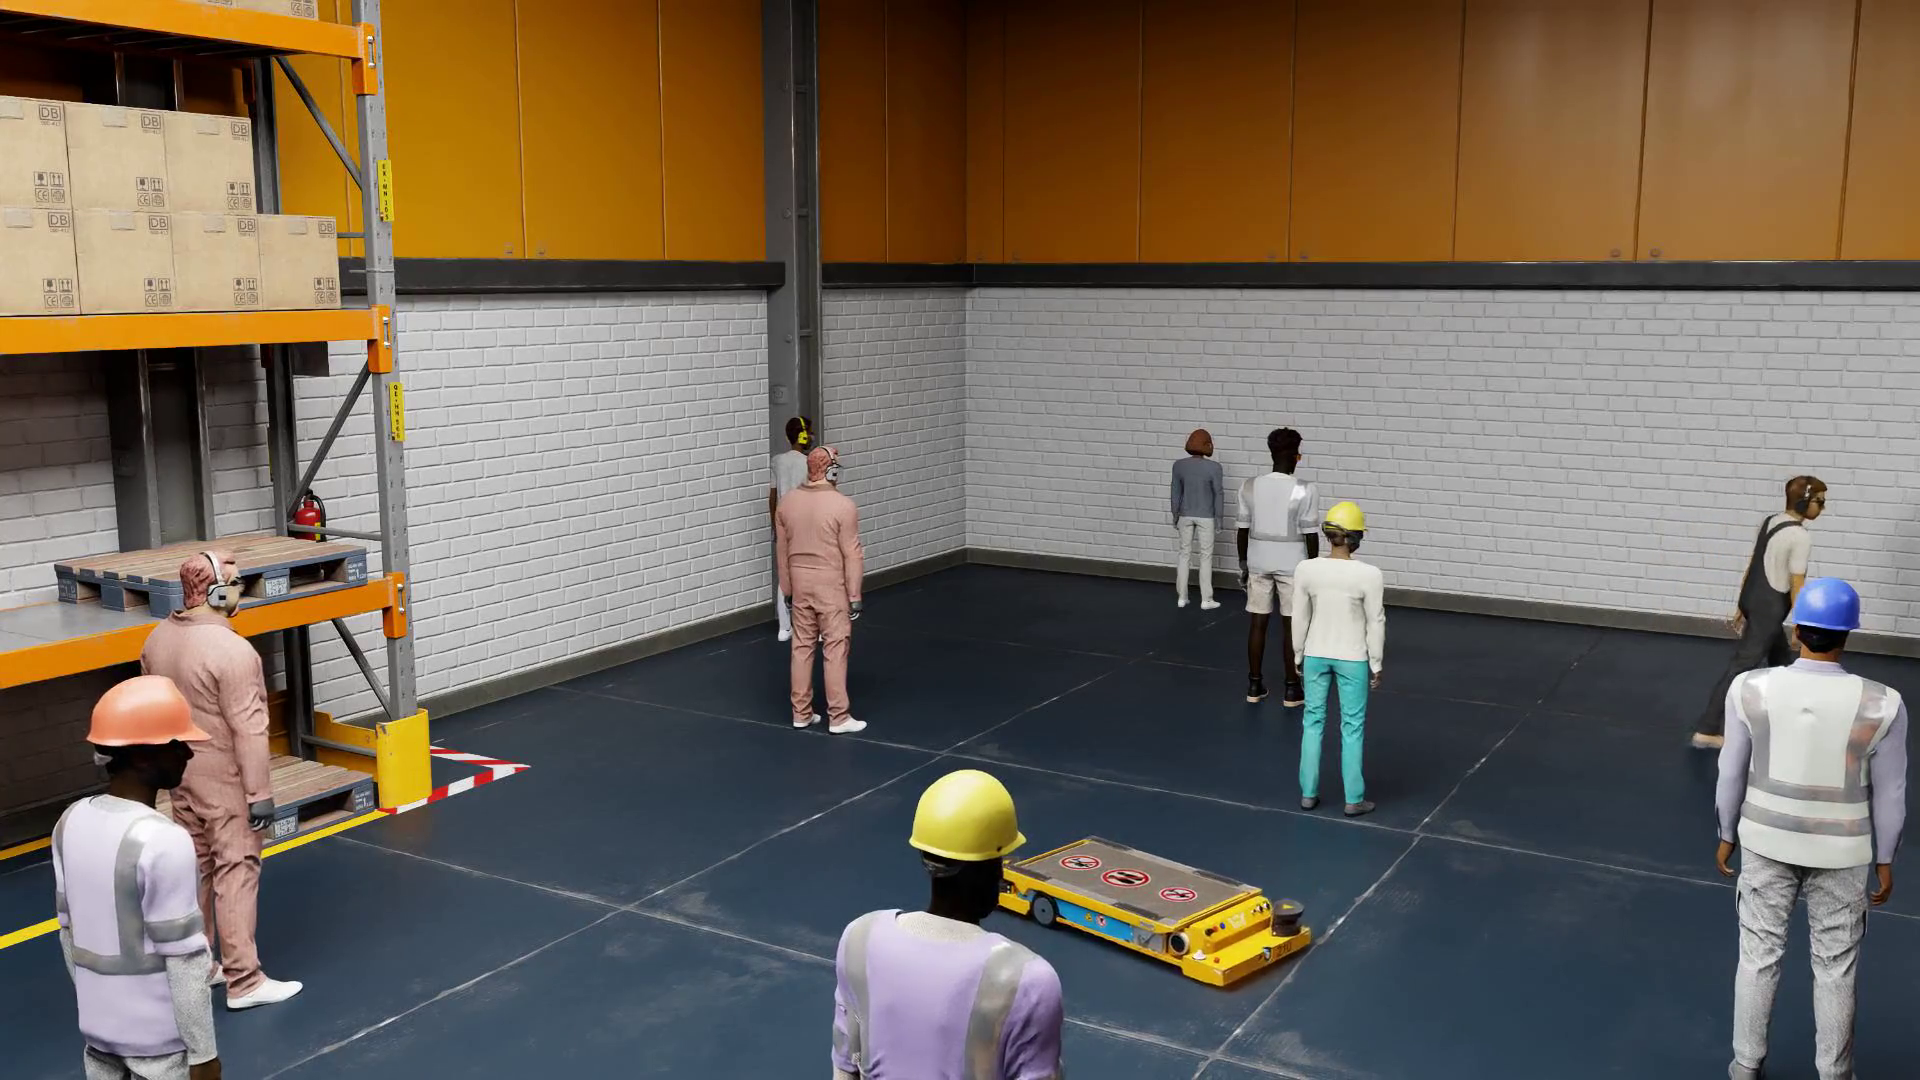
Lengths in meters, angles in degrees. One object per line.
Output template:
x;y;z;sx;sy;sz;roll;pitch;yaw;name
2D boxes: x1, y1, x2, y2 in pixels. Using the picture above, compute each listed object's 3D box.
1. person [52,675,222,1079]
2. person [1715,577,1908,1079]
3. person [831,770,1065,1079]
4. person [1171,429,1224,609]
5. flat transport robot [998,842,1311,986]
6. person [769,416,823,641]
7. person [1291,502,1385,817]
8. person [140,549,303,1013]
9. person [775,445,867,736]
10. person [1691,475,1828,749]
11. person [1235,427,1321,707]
-2.245;1.331;4.642;0.549;1.934;0.374;6;11;32;person
3.075;1.099;6.049;0.608;1.946;0.406;6;11;32;person
-0.008;1.467;3.816;0.591;1.926;0.386;6;11;32;person
2.152;-0.189;15.070;0.503;1.631;0.282;6;11;32;person
0.835;1.672;7.692;0.652;0.197;1.431;-9;13;-44;flat transport robot
-1.332;-0.082;13.679;0.521;1.865;0.319;6;11;32;person
2.122;0.664;9.337;0.528;1.765;0.327;6;11;32;person
-3.055;0.985;6.894;0.645;1.907;0.400;6;11;32;person
-0.896;0.328;10.991;0.645;1.907;0.400;6;11;32;person
5.153;0.475;10.477;1.029;1.773;0.511;1;9;4;person
2.238;0.186;11.694;0.610;1.963;0.366;6;11;32;person
